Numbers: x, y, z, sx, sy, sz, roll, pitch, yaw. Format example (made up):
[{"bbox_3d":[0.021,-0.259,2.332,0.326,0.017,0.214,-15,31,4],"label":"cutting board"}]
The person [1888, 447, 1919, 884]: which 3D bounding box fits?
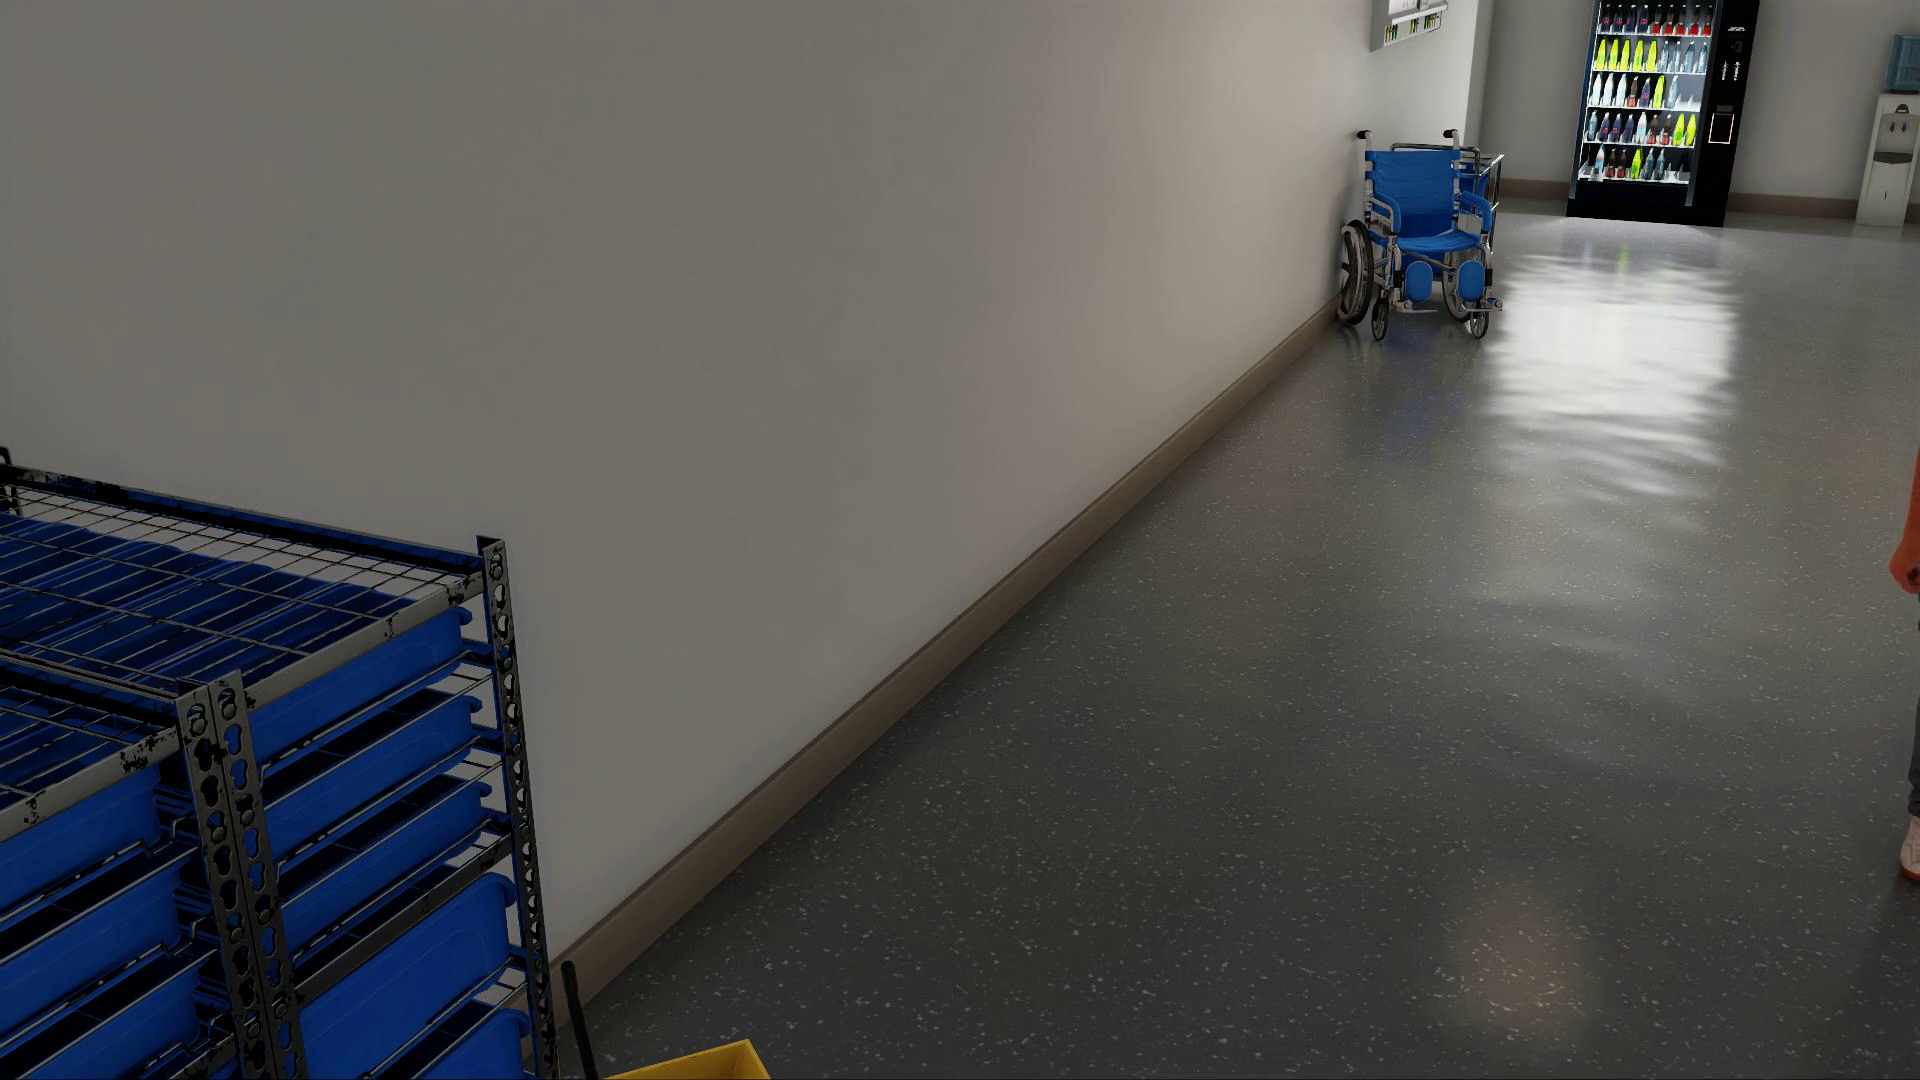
[{"bbox_3d":[2.669,-0.036,4.244,0.648,1.879,0.717,10,23,24],"label":"person"}]
